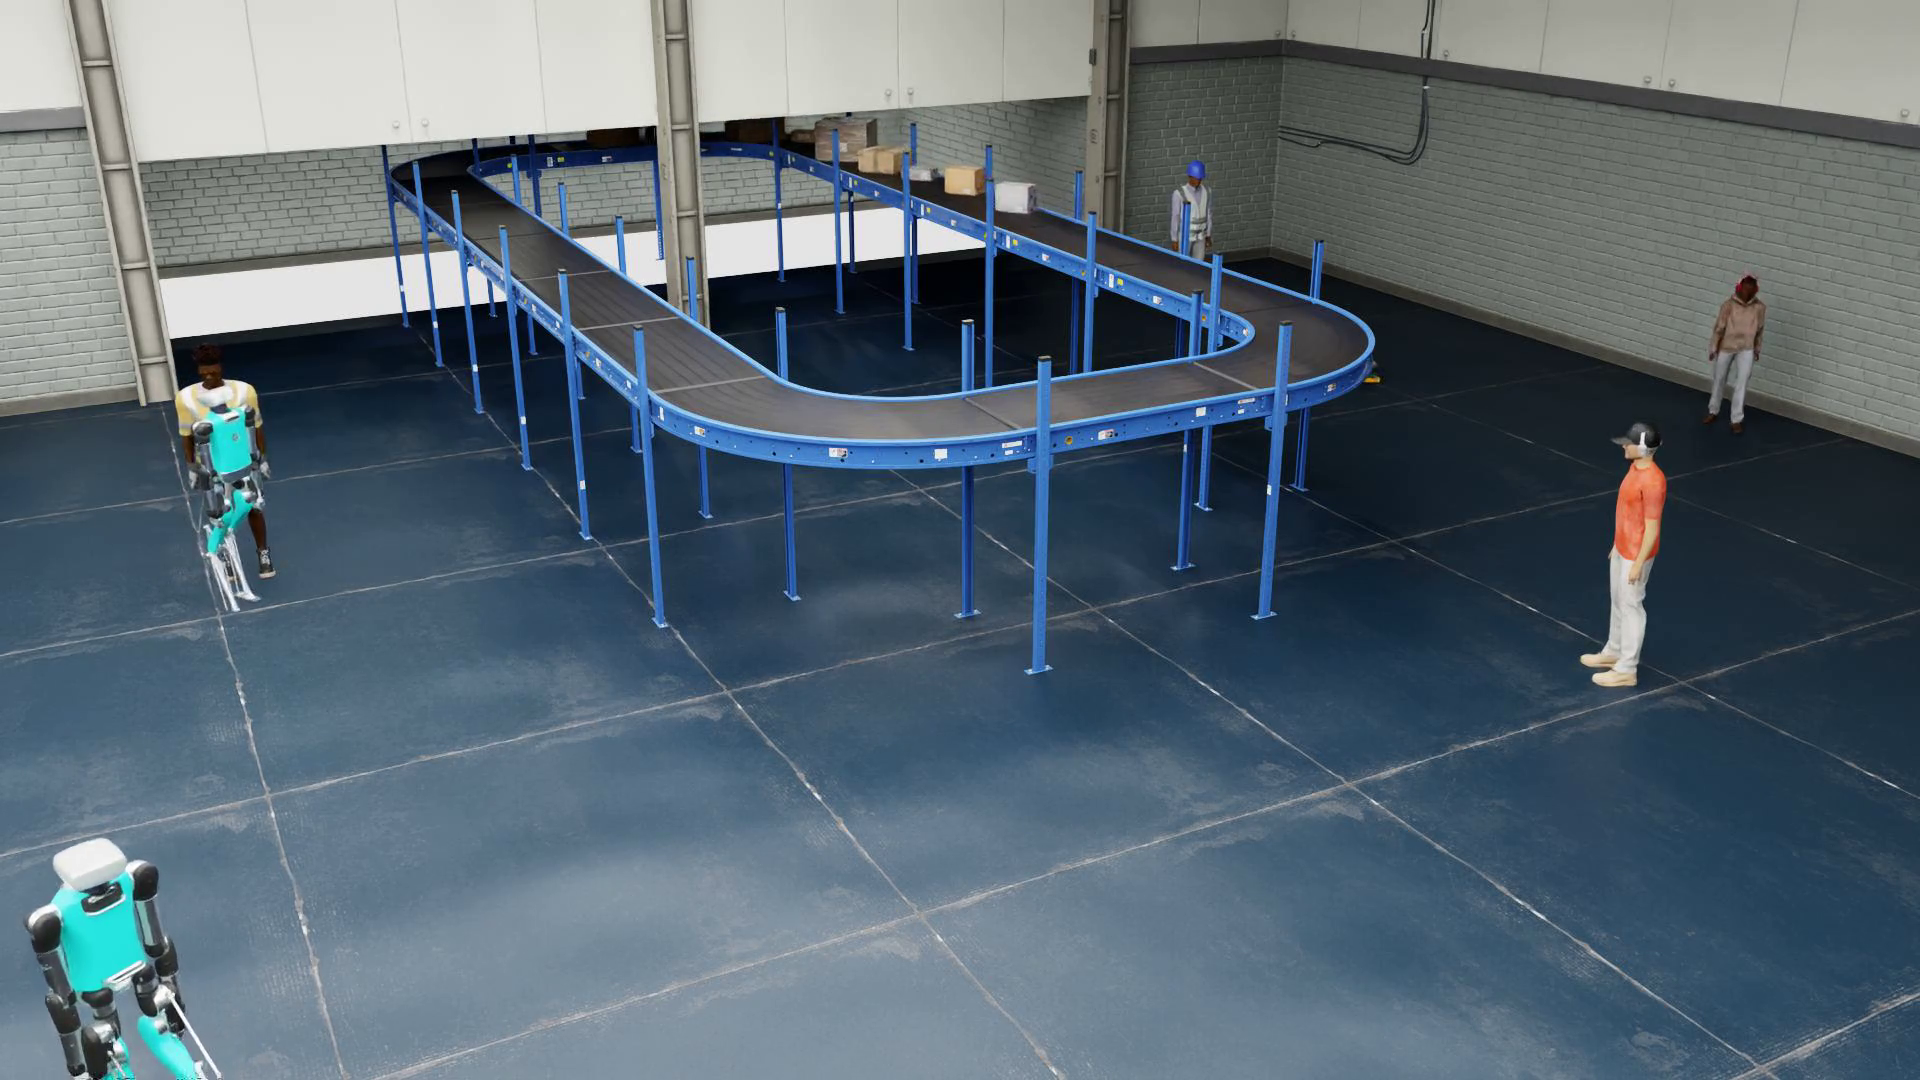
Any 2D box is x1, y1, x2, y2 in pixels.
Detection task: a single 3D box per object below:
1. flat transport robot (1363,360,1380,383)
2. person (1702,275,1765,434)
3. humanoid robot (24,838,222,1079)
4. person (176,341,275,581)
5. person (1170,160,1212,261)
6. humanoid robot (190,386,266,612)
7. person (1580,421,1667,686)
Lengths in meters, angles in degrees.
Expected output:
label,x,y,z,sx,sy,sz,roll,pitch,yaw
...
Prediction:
label,x,y,z,sx,sy,sz,roll,pitch,yaw
flat transport robot,4.255,-2.059,18.965,0.659,0.231,1.431,-2,22,-4
person,7.802,-1.883,16.745,0.491,1.608,0.708,7,23,17
humanoid robot,-3.203,2.098,6.756,0.958,1.771,0.535,13,25,29
person,-5.803,-0.622,13.170,0.607,1.955,0.383,-8,23,-19
person,2.957,-3.879,21.252,0.611,1.935,0.417,-12,25,-27
humanoid robot,-5.664,-0.306,12.711,0.656,1.832,0.540,10,24,24
person,4.587,0.090,11.467,0.412,1.909,0.479,2,22,5
